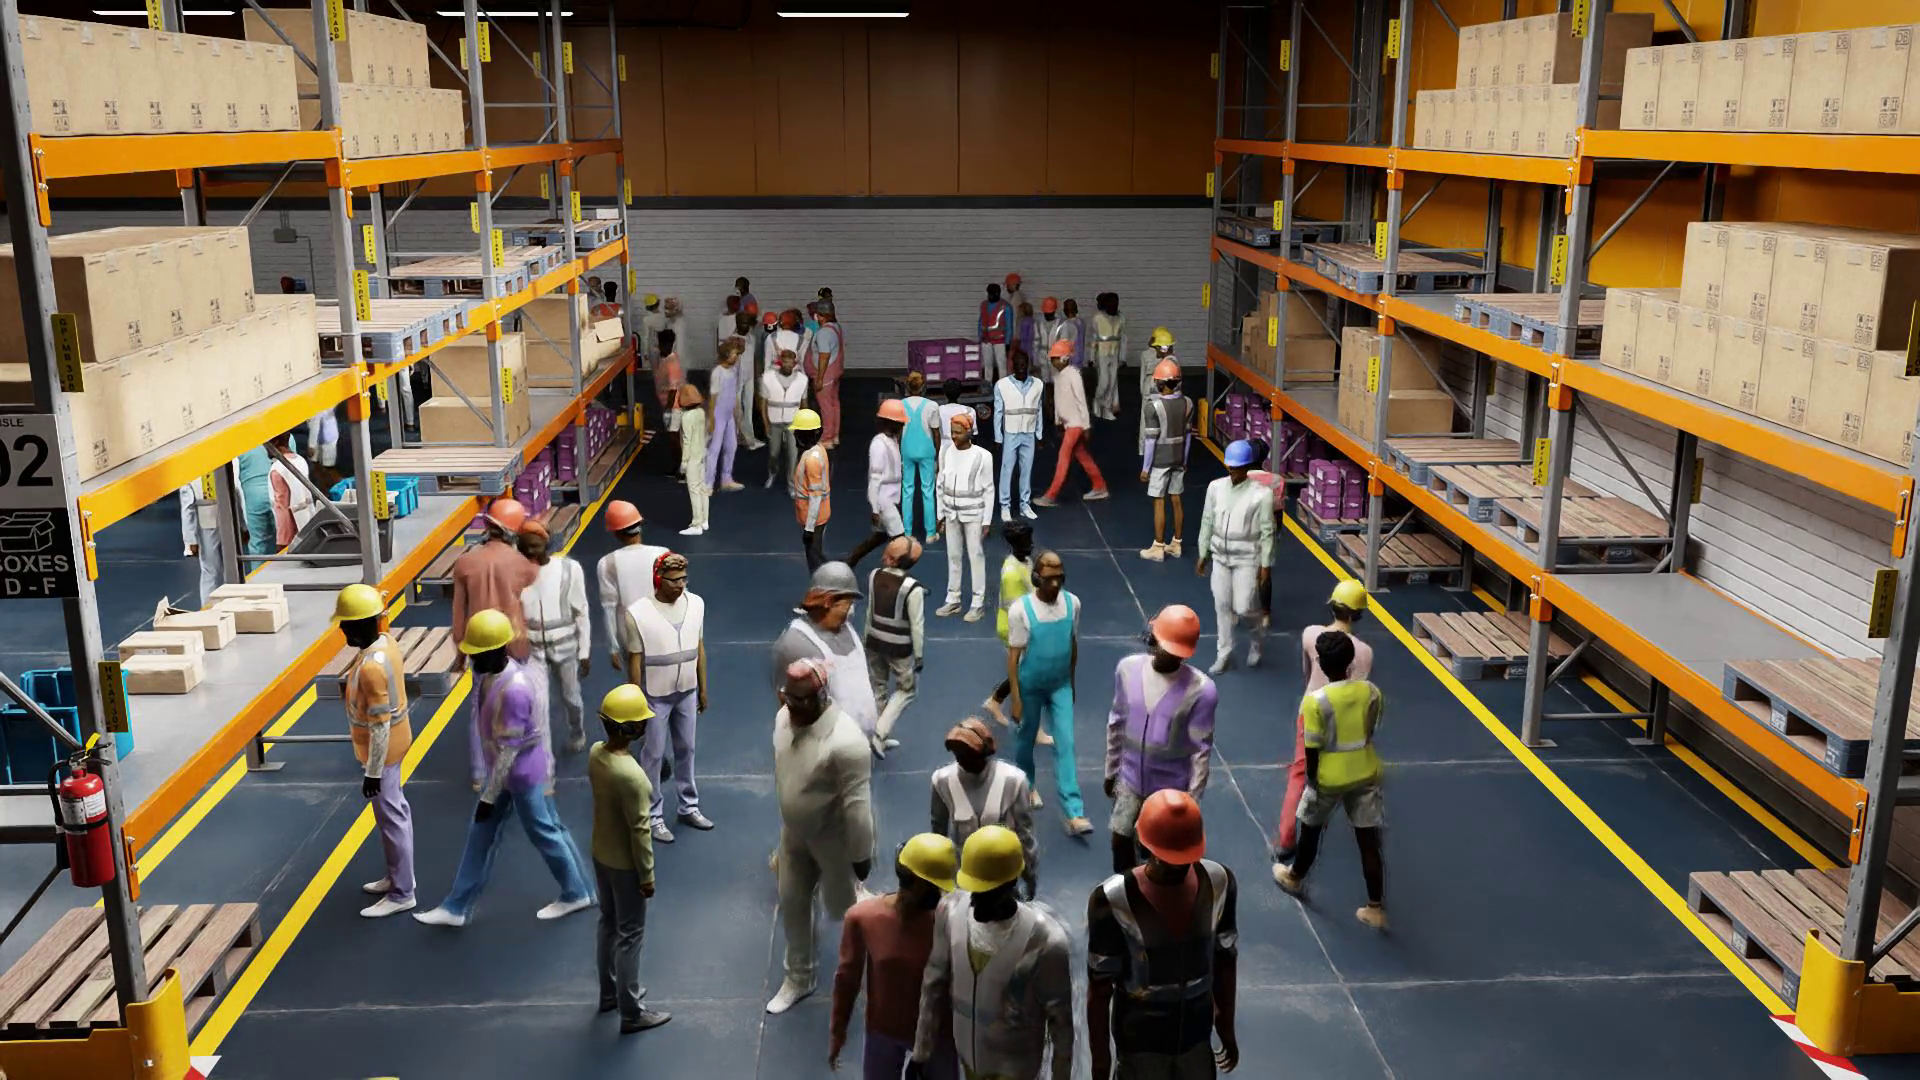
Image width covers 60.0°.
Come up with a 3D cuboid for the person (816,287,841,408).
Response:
[{"bbox_3d":[-2.065,-2.971,25.723,0.321,1.871,0.532,8,16,28],"label":"person"}]

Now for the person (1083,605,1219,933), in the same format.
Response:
[{"bbox_3d":[1.032,1.277,8.803,0.680,2.004,0.418,11,18,37],"label":"person"}]

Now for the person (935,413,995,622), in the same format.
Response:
[{"bbox_3d":[0.034,-0.210,14.852,0.585,1.882,0.337,9,17,33],"label":"person"}]

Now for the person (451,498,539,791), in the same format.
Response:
[{"bbox_3d":[-3.094,0.694,11.182,0.635,1.952,0.604,1,14,2],"label":"person"}]

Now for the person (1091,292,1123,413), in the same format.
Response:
[{"bbox_3d":[2.230,-2.865,25.402,0.429,1.831,0.636,-10,17,-34],"label":"person"}]

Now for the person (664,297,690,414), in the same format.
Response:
[{"bbox_3d":[-4.143,-2.604,24.247,0.420,1.884,0.676,-3,15,-10],"label":"person"}]

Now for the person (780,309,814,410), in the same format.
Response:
[{"bbox_3d":[-2.331,-2.378,23.565,0.572,1.785,1.003,-3,15,-10],"label":"person"}]

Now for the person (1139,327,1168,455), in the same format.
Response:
[{"bbox_3d":[2.611,-1.960,22.038,0.488,1.729,0.322,11,18,38],"label":"person"}]

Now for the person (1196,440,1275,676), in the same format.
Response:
[{"bbox_3d":[2.221,0.138,13.382,0.632,1.935,0.448,12,19,39],"label":"person"}]

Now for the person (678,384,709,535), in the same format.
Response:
[{"bbox_3d":[-2.889,-0.871,17.952,0.285,1.633,0.497,3,15,12],"label":"person"}]

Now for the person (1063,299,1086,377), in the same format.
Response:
[{"bbox_3d":[1.637,-2.606,24.350,0.343,1.840,0.507,11,18,37],"label":"person"}]

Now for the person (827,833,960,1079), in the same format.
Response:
[{"bbox_3d":[-0.209,1.947,6.701,0.585,1.744,0.610,2,14,6],"label":"person"}]

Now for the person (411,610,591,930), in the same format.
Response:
[{"bbox_3d":[-2.505,1.272,9.060,0.987,1.873,0.596,-9,17,-32],"label":"person"}]

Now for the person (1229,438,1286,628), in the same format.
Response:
[{"bbox_3d":[2.588,-0.057,14.643,0.531,1.691,0.318,1,14,4],"label":"person"}]

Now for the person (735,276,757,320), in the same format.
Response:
[{"bbox_3d":[-3.448,-3.277,26.814,0.371,1.933,0.625,-6,15,-21],"label":"person"}]

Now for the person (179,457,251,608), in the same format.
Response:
[{"bbox_3d":[-6.424,-0.091,14.351,0.410,1.908,0.598,8,16,28],"label":"person"}]

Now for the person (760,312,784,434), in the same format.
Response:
[{"bbox_3d":[-2.644,-2.361,23.572,0.343,1.748,0.569,5,15,20],"label":"person"}]

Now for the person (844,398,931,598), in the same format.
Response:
[{"bbox_3d":[-0.754,-0.394,15.560,0.905,1.902,0.552,2,14,9],"label":"person"}]

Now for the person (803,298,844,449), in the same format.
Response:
[{"bbox_3d":[-1.862,-2.268,22.620,0.537,2.000,0.683,3,15,12],"label":"person"}]

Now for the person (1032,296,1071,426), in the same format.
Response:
[{"bbox_3d":[1.310,-2.581,24.111,0.592,1.906,0.464,7,16,26],"label":"person"}]

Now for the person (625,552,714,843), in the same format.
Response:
[{"bbox_3d":[-1.816,0.960,10.363,0.560,1.836,0.394,-14,20,-43],"label":"person"}]

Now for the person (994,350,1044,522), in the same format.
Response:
[{"bbox_3d":[0.652,-1.173,18.566,0.597,1.917,0.375,-6,15,-22],"label":"person"}]

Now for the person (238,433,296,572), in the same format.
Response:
[{"bbox_3d":[-6.477,-0.382,15.487,0.652,1.906,0.402,-9,17,-32],"label":"person"}]

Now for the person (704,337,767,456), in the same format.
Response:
[{"bbox_3d":[-3.082,-1.914,22.163,0.926,1.570,0.571,0,14,-2],"label":"person"}]

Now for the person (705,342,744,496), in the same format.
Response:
[{"bbox_3d":[-2.876,-1.438,19.856,0.387,1.817,0.687,5,15,20],"label":"person"}]

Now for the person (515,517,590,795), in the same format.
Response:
[{"bbox_3d":[-2.785,0.717,11.287,0.585,1.855,0.890,-2,14,-6],"label":"person"}]

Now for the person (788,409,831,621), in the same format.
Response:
[{"bbox_3d":[-1.329,-0.212,14.775,0.362,1.928,0.587,-1,14,-6],"label":"person"}]

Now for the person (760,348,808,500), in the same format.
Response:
[{"bbox_3d":[-2.094,-1.417,19.772,0.576,1.802,0.779,-3,15,-12],"label":"person"}]

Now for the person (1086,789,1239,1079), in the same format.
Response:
[{"bbox_3d":[0.782,1.888,6.344,0.612,2.029,0.409,-5,15,-18],"label":"person"}]

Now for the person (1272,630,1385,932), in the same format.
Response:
[{"bbox_3d":[2.122,1.320,9.312,0.551,1.643,0.815,-5,15,-20],"label":"person"}]

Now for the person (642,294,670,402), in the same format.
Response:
[{"bbox_3d":[-4.713,-3.002,26.101,0.515,1.734,0.606,14,20,43],"label":"person"}]
